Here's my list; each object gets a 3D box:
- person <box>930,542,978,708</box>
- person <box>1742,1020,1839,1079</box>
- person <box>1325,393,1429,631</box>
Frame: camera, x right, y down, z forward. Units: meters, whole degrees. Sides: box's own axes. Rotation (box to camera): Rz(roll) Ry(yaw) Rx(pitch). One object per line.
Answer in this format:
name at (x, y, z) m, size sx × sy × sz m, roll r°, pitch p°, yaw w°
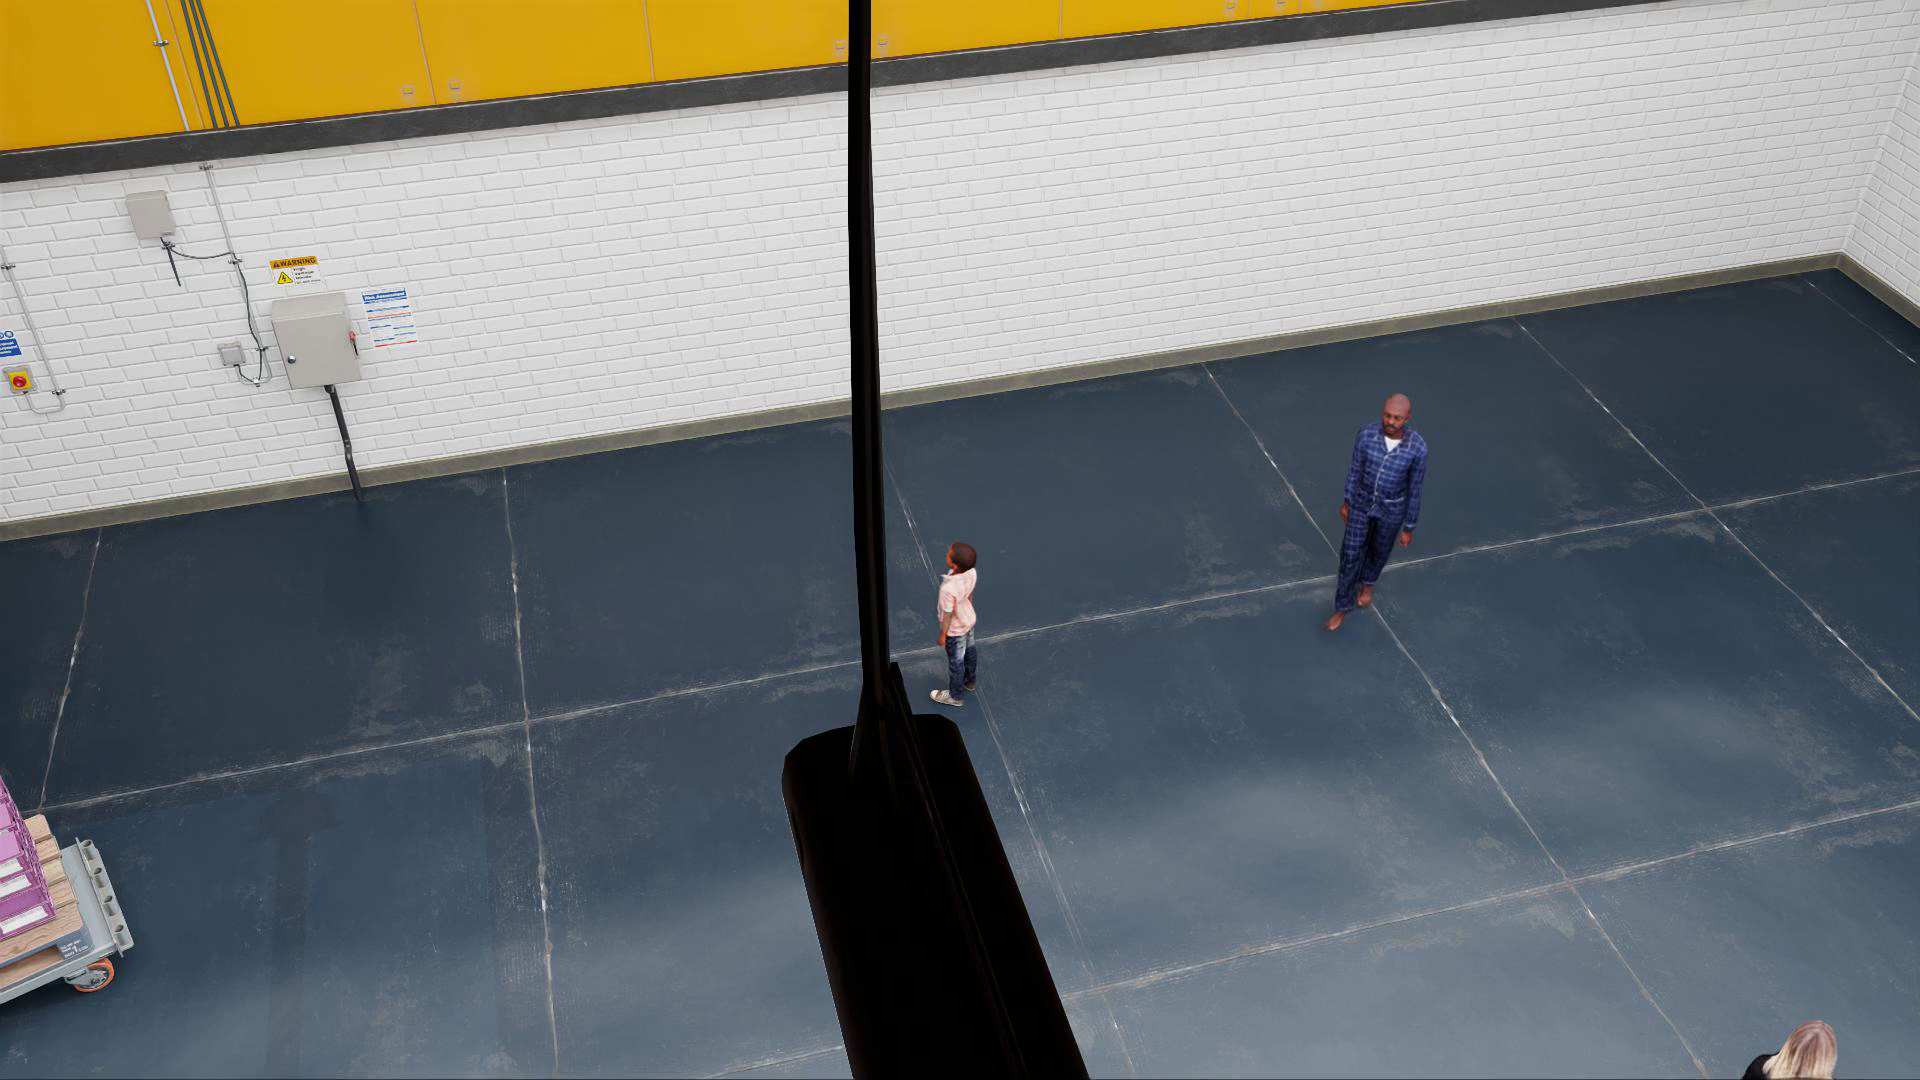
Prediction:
person at (-0.006, 0.534, 10.822) m, size 0.645 × 1.307 × 0.587 m, roll 21°, pitch 43°, yaw 24°
person at (3.713, 2.797, 7.685) m, size 0.698 × 1.685 × 0.734 m, roll 15°, pitch 41°, yaw 18°
person at (2.896, -0.285, 11.456) m, size 0.998 × 1.796 × 1.105 m, roll 13°, pitch 41°, yaw 16°
